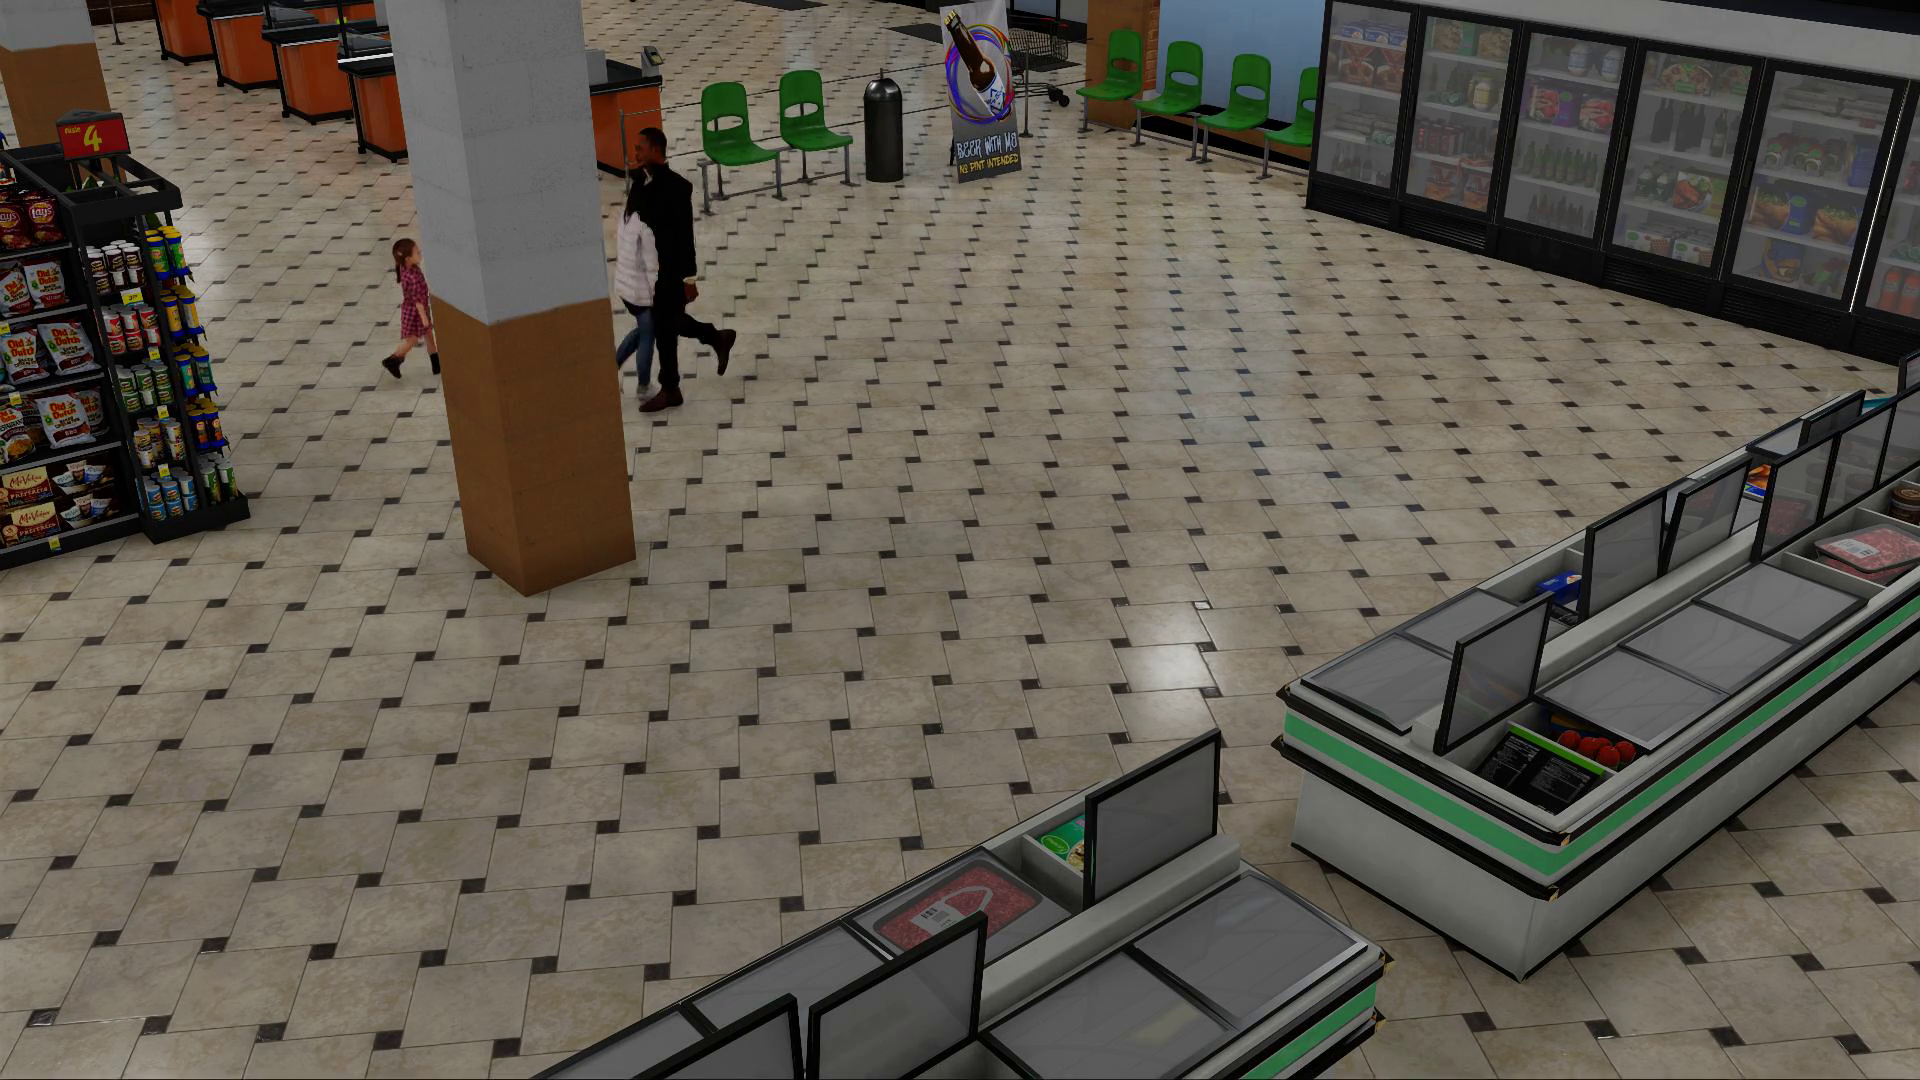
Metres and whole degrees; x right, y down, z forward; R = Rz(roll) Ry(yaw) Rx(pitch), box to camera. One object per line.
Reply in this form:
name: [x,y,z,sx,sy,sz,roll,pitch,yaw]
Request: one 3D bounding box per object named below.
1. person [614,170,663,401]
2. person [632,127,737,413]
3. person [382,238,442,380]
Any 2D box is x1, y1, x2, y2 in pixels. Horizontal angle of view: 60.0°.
person: [-2.215,-1.664,11.152,0.798,1.612,0.707,-20,33,-34]
person: [-1.887,-1.828,11.177,1.119,1.882,0.721,-23,35,-38]
person: [-3.878,-1.612,11.714,0.775,1.012,0.566,-11,29,-20]
